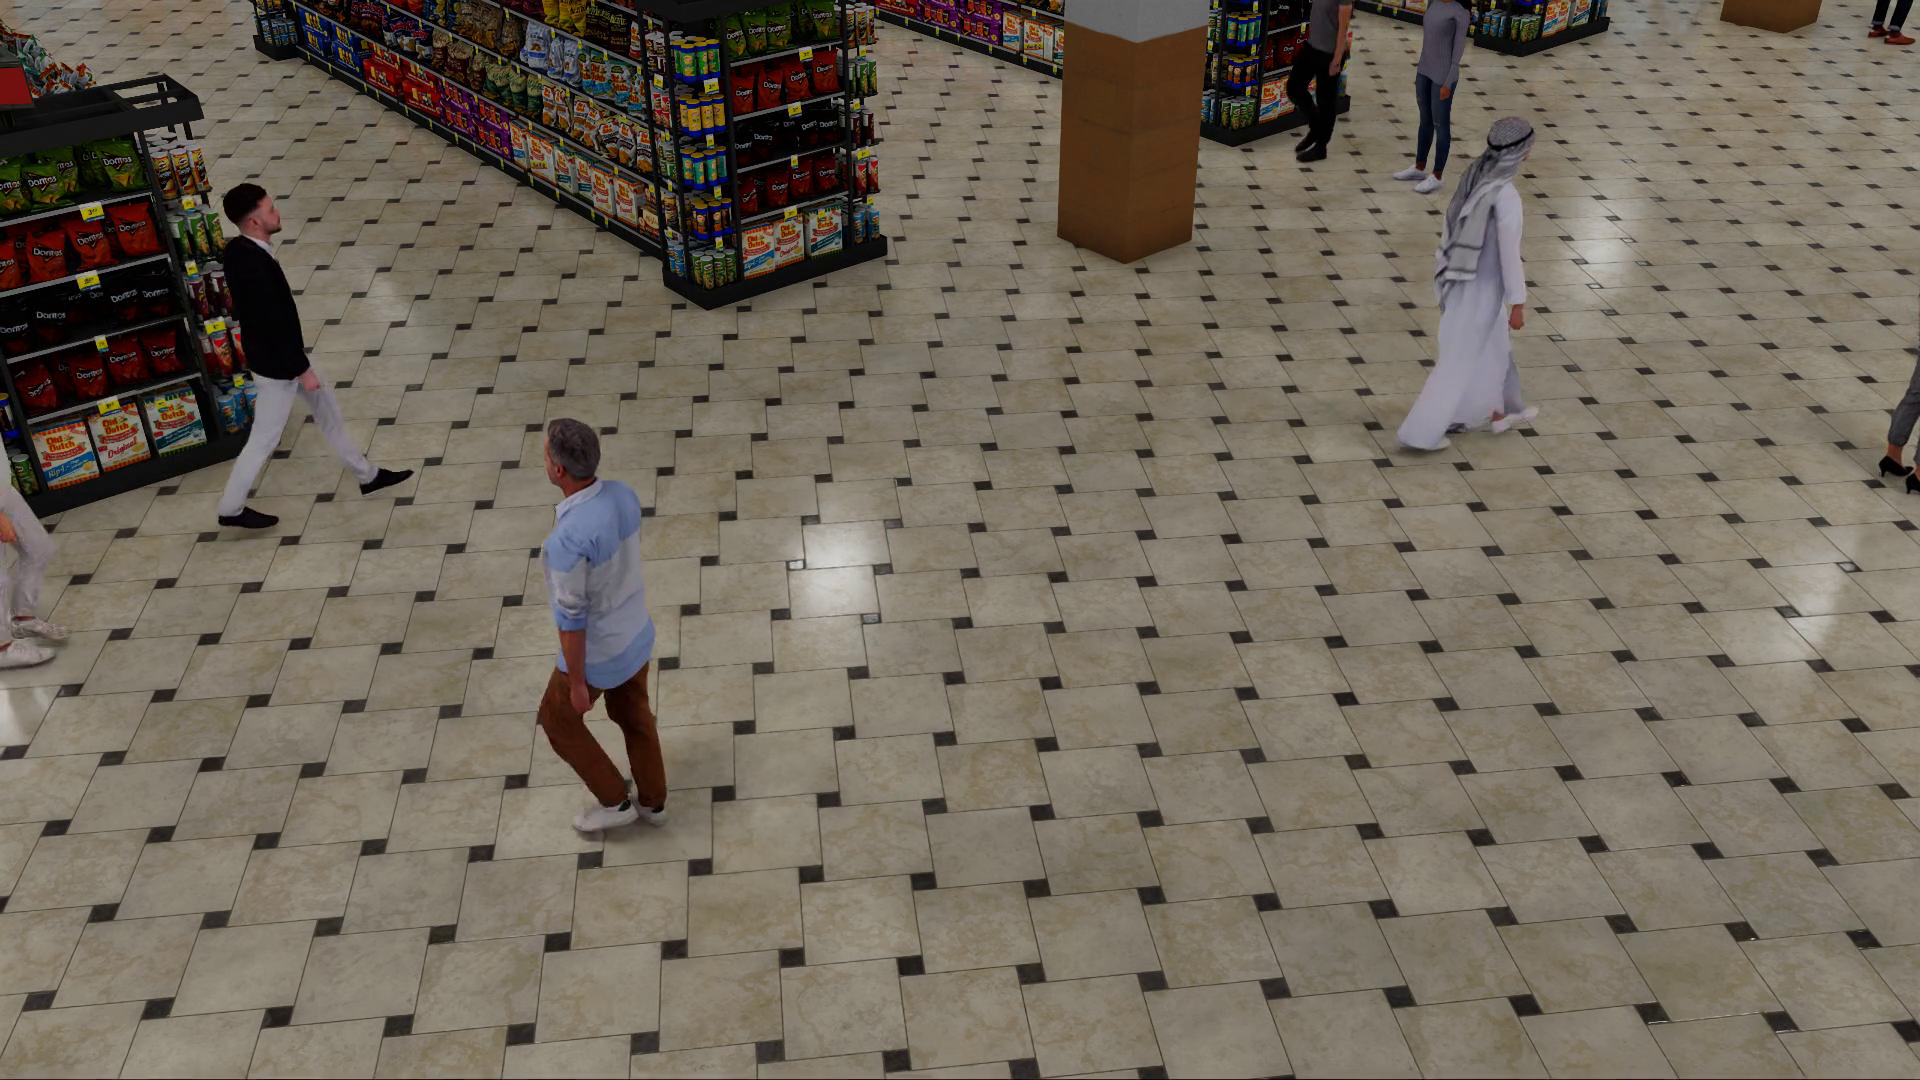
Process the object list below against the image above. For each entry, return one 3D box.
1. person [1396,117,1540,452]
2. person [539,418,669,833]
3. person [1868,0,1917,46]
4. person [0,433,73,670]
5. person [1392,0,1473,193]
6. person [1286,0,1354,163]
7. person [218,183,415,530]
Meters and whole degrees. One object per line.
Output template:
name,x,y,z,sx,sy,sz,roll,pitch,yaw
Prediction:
person,2.675,-1.321,8.947,1.153,1.896,1.190,-4,32,-7
person,-1.276,0.398,6.264,0.834,1.811,0.820,12,34,18
person,9.296,-5.789,16.202,0.841,1.817,0.703,-7,33,-12
person,-4.381,-0.153,7.279,0.773,1.675,0.672,-7,33,-11
person,3.661,-3.547,12.676,0.736,1.736,0.595,-10,33,-15
person,2.969,-3.907,13.242,0.765,1.750,0.648,-14,35,-22
person,-3.497,-0.837,8.270,0.960,1.790,1.242,-15,35,-22
